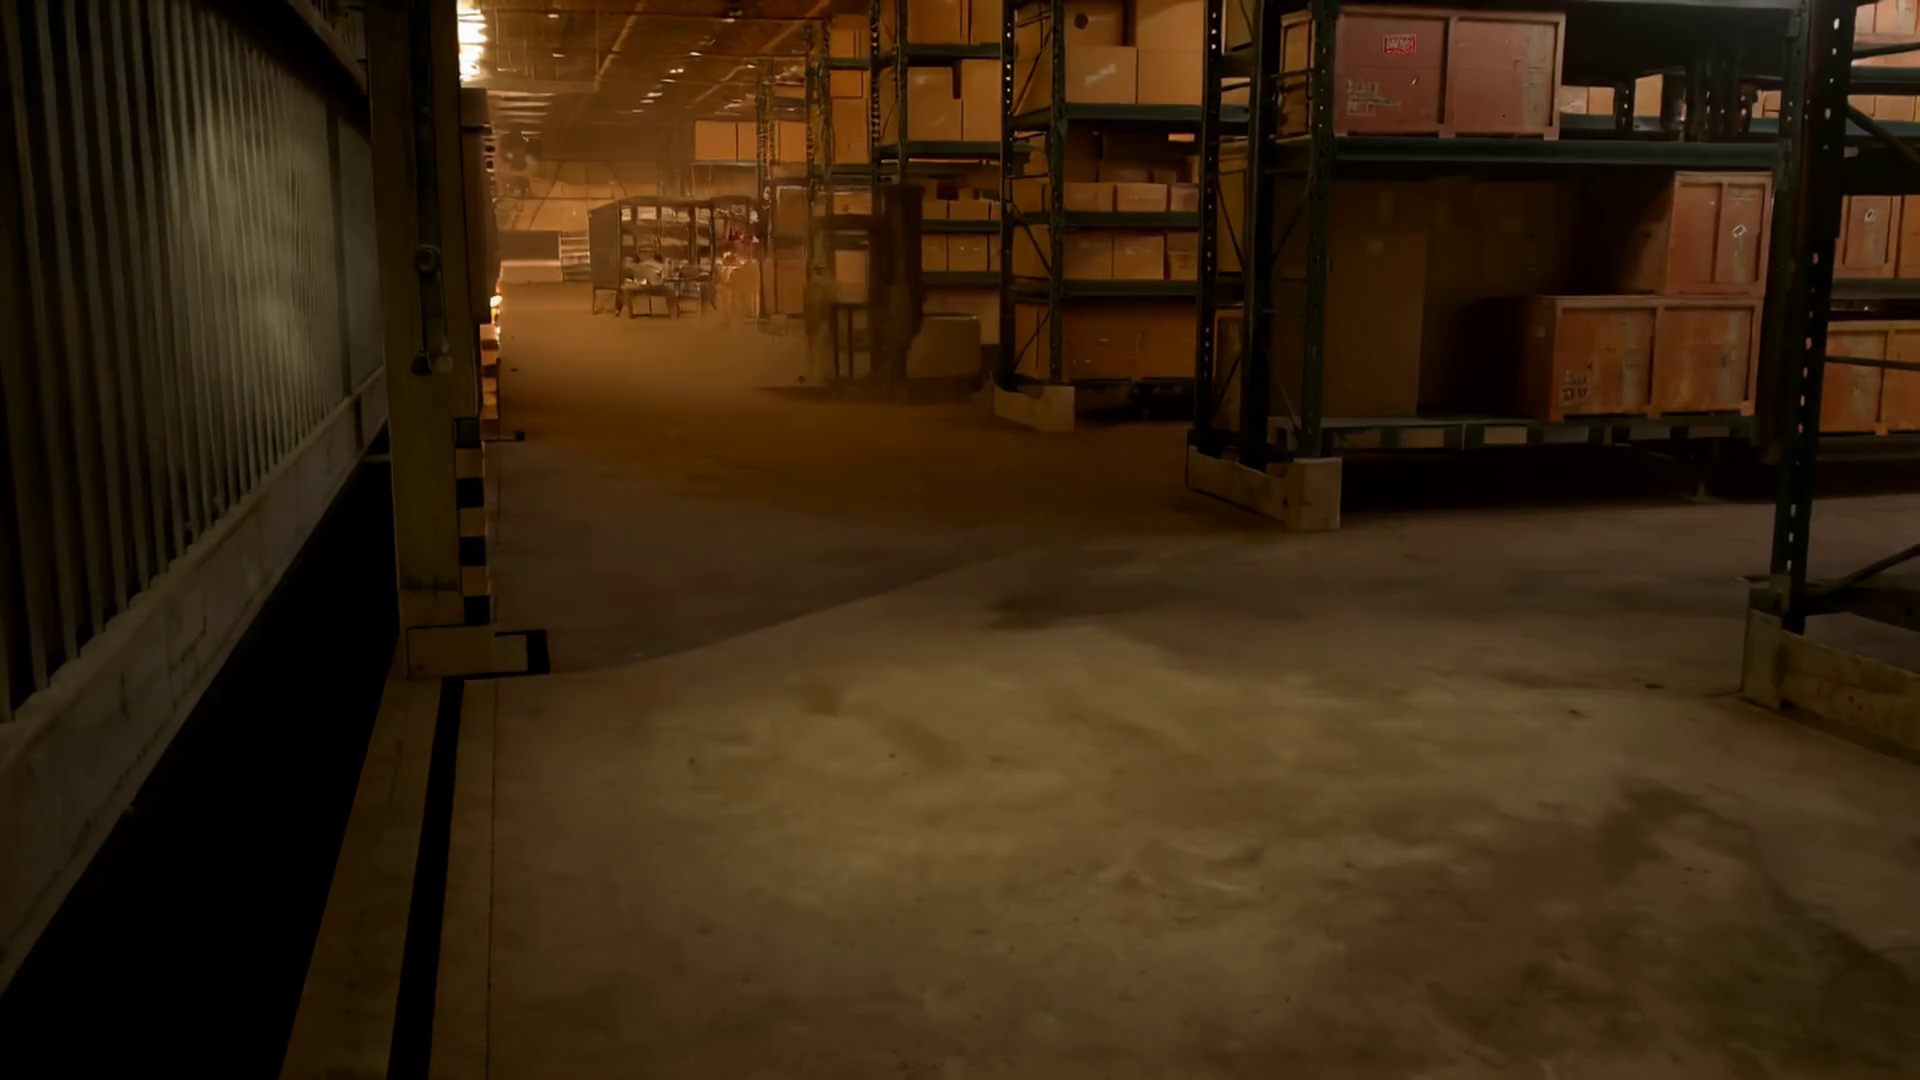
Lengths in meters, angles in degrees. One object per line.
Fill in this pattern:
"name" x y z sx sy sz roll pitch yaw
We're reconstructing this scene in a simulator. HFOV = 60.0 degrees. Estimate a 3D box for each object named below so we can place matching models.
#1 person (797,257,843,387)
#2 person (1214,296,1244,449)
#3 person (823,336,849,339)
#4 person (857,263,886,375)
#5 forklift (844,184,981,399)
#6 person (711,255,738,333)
"person" -1.999 -3.072 23.621 0.656 1.862 0.965 3 10 16
"person" 2.828 -1.784 16.660 0.563 1.753 0.327 3 10 16
"person" -2.778 -5.256 36.449 0.797 1.713 0.488 1 10 6
"person" -1.155 -2.977 23.301 0.840 1.801 0.630 -8 13 -39
"forklift" -0.731 -3.332 22.239 1.873 2.768 1.129 -3 10 -15
"person" -5.541 -5.775 39.080 0.628 1.840 1.174 0 10 -2
